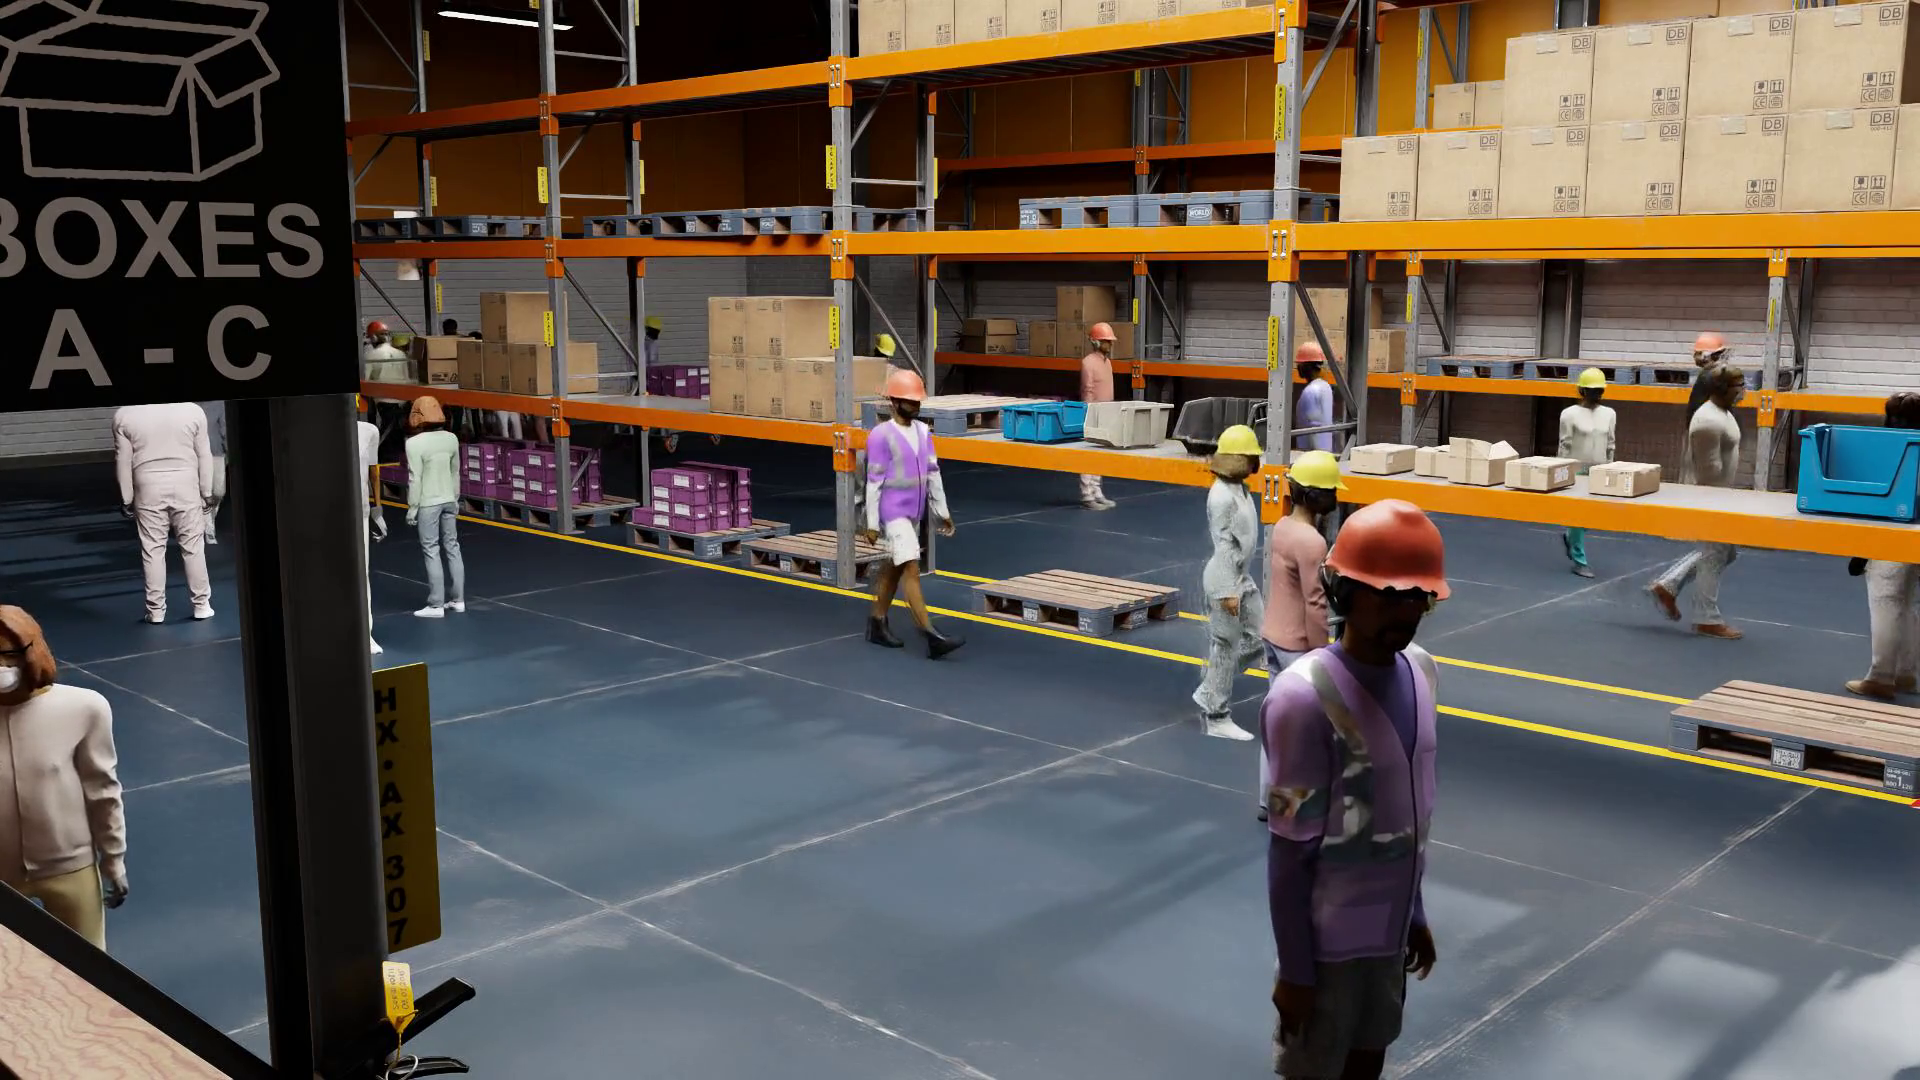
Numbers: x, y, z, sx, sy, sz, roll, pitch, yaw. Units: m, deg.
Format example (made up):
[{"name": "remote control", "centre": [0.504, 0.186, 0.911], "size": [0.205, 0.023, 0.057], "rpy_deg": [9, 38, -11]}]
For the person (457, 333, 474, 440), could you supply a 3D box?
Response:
[{"name": "person", "centre": [-7.452, -2.276, 24.730], "size": [0.549, 1.622, 0.565], "rpy_deg": [-4, 10, -25]}]

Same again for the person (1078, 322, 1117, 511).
[{"name": "person", "centre": [1.471, -1.313, 17.707], "size": [0.400, 1.991, 0.622], "rpy_deg": [5, 11, 28]}]

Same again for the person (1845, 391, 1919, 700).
[{"name": "person", "centre": [5.583, 0.036, 9.908], "size": [0.638, 1.841, 0.429], "rpy_deg": [-5, 10, -27]}]

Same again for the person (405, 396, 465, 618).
[{"name": "person", "centre": [-3.879, -0.245, 12.260], "size": [0.266, 1.631, 0.507], "rpy_deg": [5, 10, 26]}]

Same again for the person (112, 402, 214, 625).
[{"name": "person", "centre": [-5.733, -0.338, 12.016], "size": [0.640, 1.902, 0.407], "rpy_deg": [-4, 10, -26]}]

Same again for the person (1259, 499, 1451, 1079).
[{"name": "person", "centre": [0.951, 0.910, 3.934], "size": [0.395, 2.040, 0.609], "rpy_deg": [9, 13, 44]}]

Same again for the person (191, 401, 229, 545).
[{"name": "person", "centre": [-7.099, -0.785, 15.614], "size": [0.512, 1.613, 0.631], "rpy_deg": [-6, 11, -34]}]

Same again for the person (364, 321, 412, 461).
[{"name": "person", "centre": [-6.954, -1.661, 20.066], "size": [1.043, 1.924, 0.667], "rpy_deg": [4, 10, 25]}]

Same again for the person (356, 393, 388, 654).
[{"name": "person", "centre": [-4.047, -0.153, 10.973], "size": [0.515, 1.872, 0.333], "rpy_deg": [-6, 11, -32]}]

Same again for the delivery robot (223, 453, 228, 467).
[{"name": "delivery robot", "centre": [-8.833, -0.886, 19.202], "size": [0.707, 0.478, 0.477], "rpy_deg": [-4, 10, -20]}]

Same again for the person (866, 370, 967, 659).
[{"name": "person", "centre": [-0.289, -0.167, 11.001], "size": [0.963, 1.891, 0.549], "rpy_deg": [7, 11, 35]}]

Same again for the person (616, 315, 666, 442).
[{"name": "person", "centre": [-4.649, -2.341, 24.329], "size": [0.787, 1.888, 0.619], "rpy_deg": [-8, 12, -41]}]

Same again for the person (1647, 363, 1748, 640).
[{"name": "person", "centre": [5.172, -0.273, 11.540], "size": [0.570, 1.922, 0.635], "rpy_deg": [6, 11, 33]}]

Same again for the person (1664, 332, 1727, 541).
[{"name": "person", "centre": [6.993, -0.932, 15.412], "size": [0.726, 1.979, 0.610], "rpy_deg": [7, 11, 36]}]

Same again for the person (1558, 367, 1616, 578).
[{"name": "person", "centre": [5.217, -0.578, 13.949], "size": [0.530, 1.752, 0.554], "rpy_deg": [-2, 9, -11]}]

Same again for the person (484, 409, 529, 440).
[{"name": "person", "centre": [-5.368, -1.545, 19.571], "size": [0.534, 1.847, 0.608], "rpy_deg": [-8, 13, -42]}]

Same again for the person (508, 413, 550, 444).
[{"name": "person", "centre": [-5.715, -1.924, 21.886], "size": [0.637, 1.851, 0.948], "rpy_deg": [0, 9, 2]}]

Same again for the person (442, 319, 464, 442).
[{"name": "person", "centre": [-6.800, -2.015, 22.320], "size": [0.628, 1.885, 0.784], "rpy_deg": [-6, 11, -30]}]

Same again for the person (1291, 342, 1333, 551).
[{"name": "person", "centre": [3.039, -0.779, 14.671], "size": [0.589, 1.917, 0.553], "rpy_deg": [6, 11, 32]}]

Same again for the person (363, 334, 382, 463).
[{"name": "person", "centre": [-7.353, -1.712, 20.012], "size": [0.736, 2.000, 0.760], "rpy_deg": [5, 10, 28]}]

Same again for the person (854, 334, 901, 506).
[{"name": "person", "centre": [-0.902, -1.239, 17.620], "size": [0.674, 1.870, 0.409], "rpy_deg": [4, 10, 21]}]

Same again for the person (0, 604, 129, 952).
[{"name": "person", "centre": [-2.682, 0.977, 4.804], "size": [0.503, 1.626, 0.283], "rpy_deg": [-5, 10, -27]}]

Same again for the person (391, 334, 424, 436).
[{"name": "person", "centre": [-6.986, -1.780, 21.347], "size": [0.578, 1.733, 0.561], "rpy_deg": [-6, 11, -34]}]

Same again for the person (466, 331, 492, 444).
[{"name": "person", "centre": [-6.972, -2.179, 24.030], "size": [0.538, 1.651, 0.834], "rpy_deg": [-4, 10, -21]}]

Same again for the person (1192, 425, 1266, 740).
[{"name": "person", "centre": [1.494, 0.239, 8.997], "size": [0.365, 1.729, 0.491], "rpy_deg": [5, 11, 28]}]

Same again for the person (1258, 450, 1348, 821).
[{"name": "person", "centre": [1.546, 0.470, 7.510], "size": [0.347, 1.757, 0.526], "rpy_deg": [-1, 9, -9]}]

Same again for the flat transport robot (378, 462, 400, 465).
[{"name": "flat transport robot", "centre": [-6.397, -0.829, 20.009], "size": [1.431, 0.197, 0.652], "rpy_deg": [-5, 10, -28]}]
